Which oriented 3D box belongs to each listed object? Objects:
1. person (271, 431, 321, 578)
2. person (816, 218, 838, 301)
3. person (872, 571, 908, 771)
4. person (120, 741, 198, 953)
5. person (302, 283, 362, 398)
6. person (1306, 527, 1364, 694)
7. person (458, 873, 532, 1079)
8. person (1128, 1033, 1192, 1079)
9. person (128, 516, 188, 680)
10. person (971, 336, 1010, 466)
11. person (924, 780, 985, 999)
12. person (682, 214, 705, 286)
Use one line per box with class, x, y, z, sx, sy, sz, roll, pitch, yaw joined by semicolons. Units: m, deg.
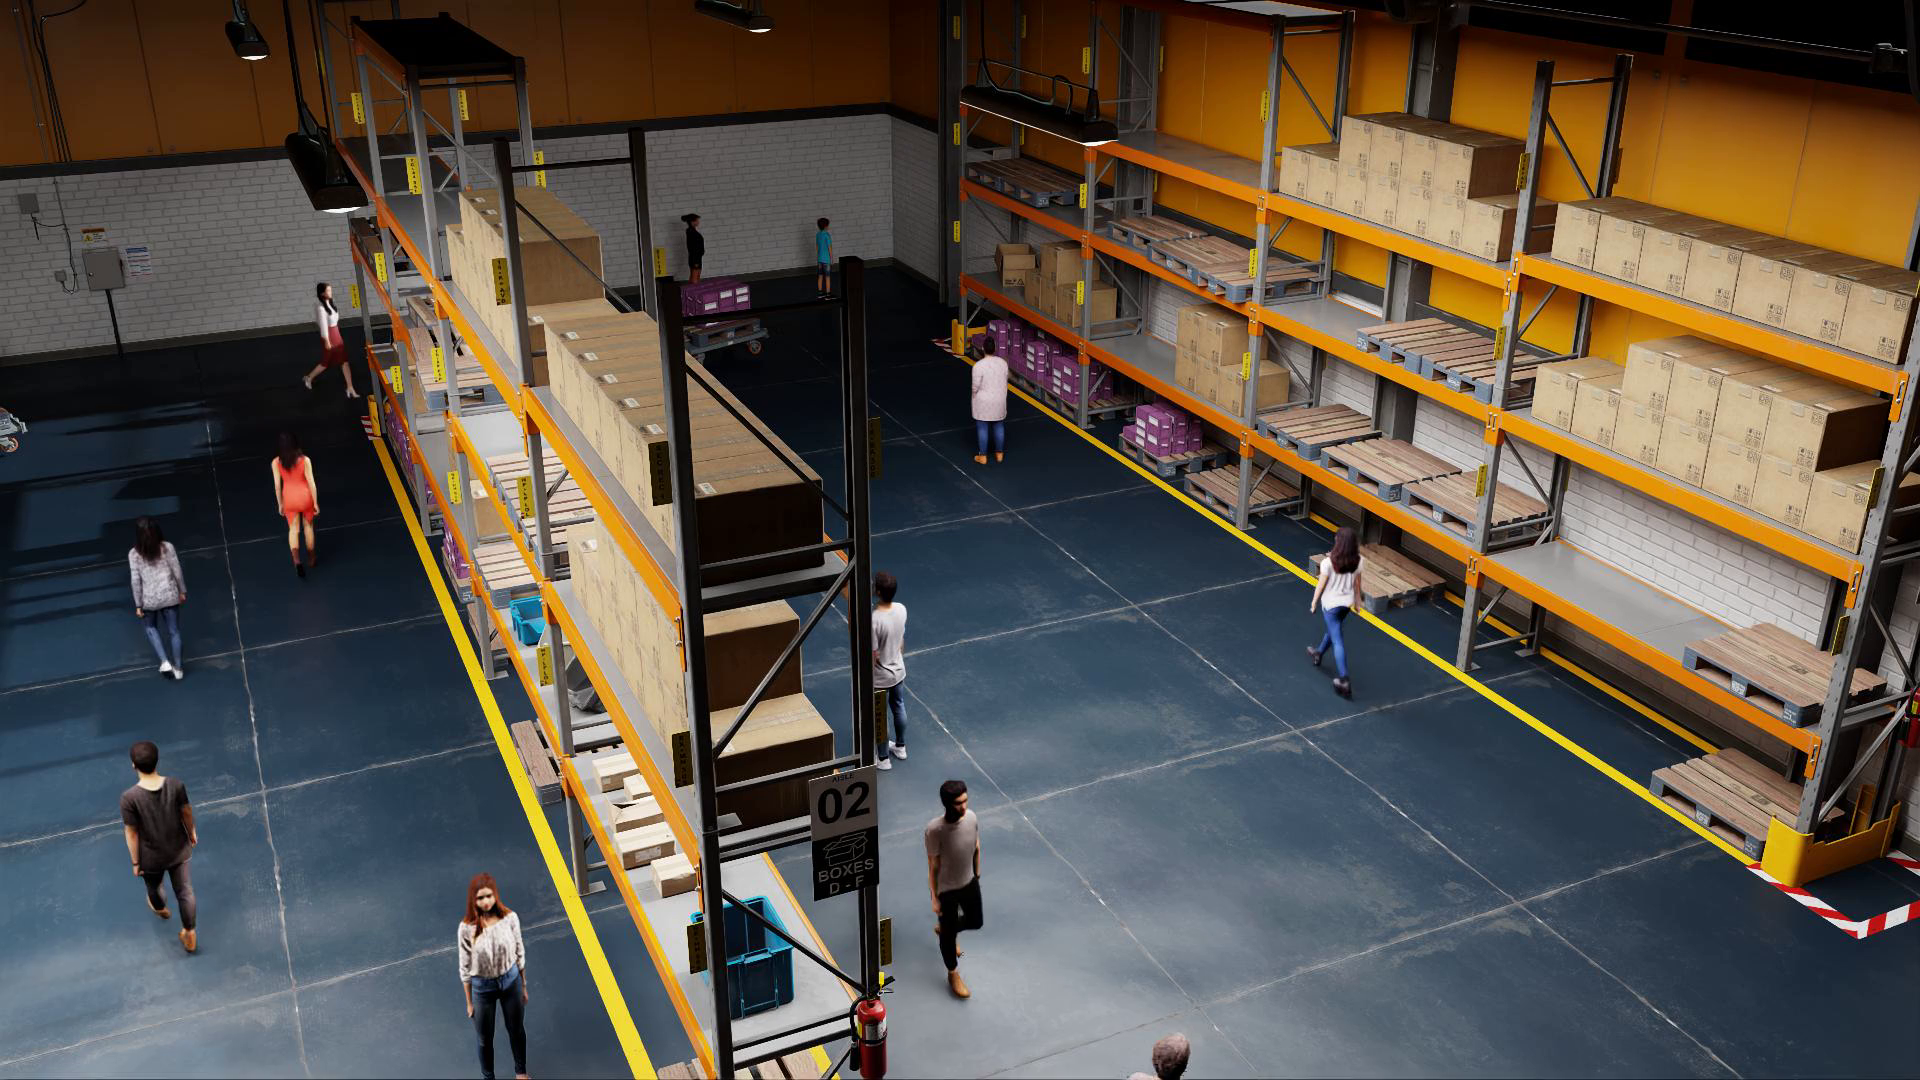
person;-7.435;-0.386;18.661;0.706;1.700;1.028;-6;24;-13
person;-2.411;-5.012;29.557;0.641;1.449;0.509;-22;32;-40
person;-0.666;1.157;14.895;0.738;1.889;0.756;17;29;34
person;-5.954;2.334;12.461;0.761;1.682;1.059;-16;28;-32
person;-9.293;-2.887;24.354;1.021;1.723;1.103;2;24;5
person;3.716;0.723;16.208;0.667;1.634;1.106;-9;25;-19
person;-3.074;2.950;10.995;0.568;1.729;0.498;-11;26;-23
person;1.084;3.605;9.336;0.992;1.856;1.023;13;27;26
person;-7.864;0.602;16.373;0.683;1.724;0.634;-15;28;-31
person;0.393;-1.858;21.976;0.695;1.743;0.626;-9;25;-19
person;-0.076;2.468;12.120;0.687;1.710;0.866;-15;28;-31
person;-4.618;-4.871;28.999;0.643;1.639;0.536;-7;25;-16
